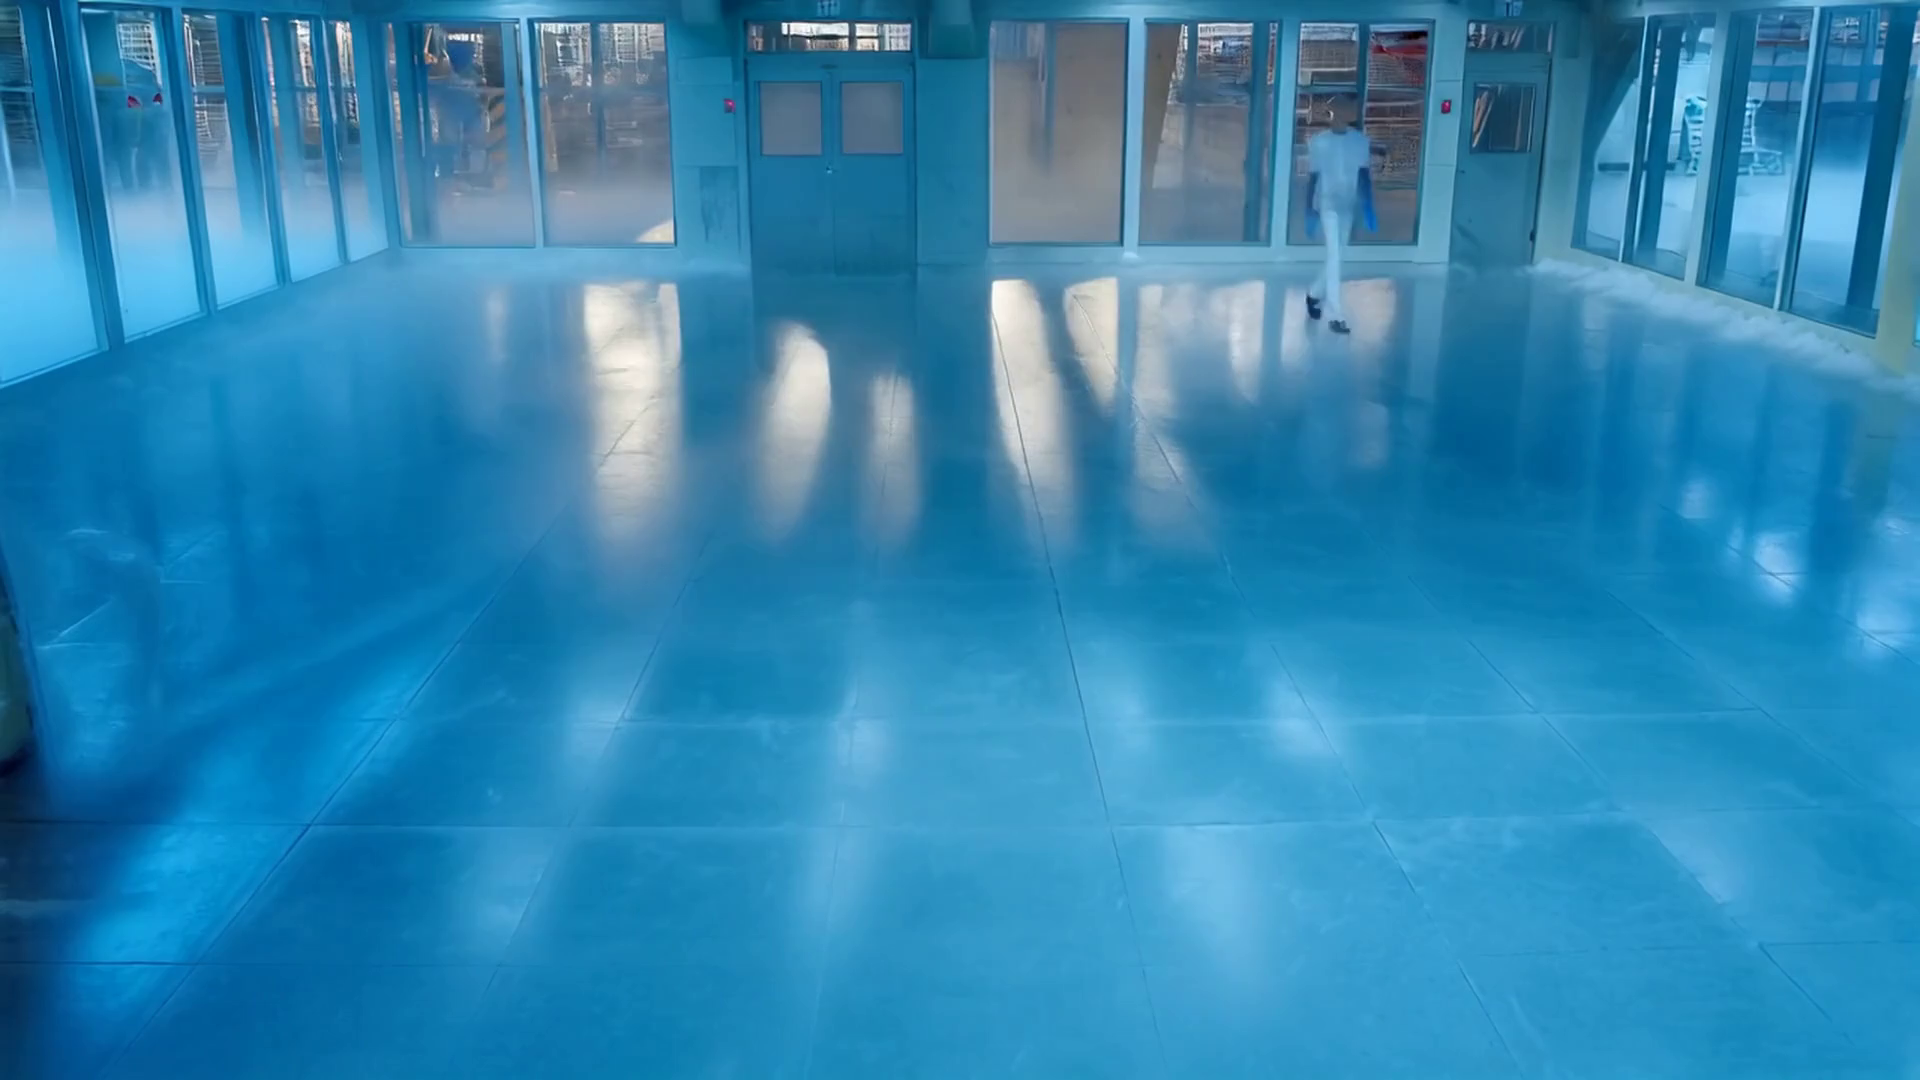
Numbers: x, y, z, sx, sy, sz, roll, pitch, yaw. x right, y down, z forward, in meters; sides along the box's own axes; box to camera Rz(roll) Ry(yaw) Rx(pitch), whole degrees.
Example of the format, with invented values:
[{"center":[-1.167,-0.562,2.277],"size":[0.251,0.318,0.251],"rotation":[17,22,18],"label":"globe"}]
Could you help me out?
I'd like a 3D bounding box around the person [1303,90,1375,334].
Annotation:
[{"center":[2.927,-2.583,13.020],"size":[0.519,1.842,0.887],"rotation":[-5,17,-15],"label":"person"}]
